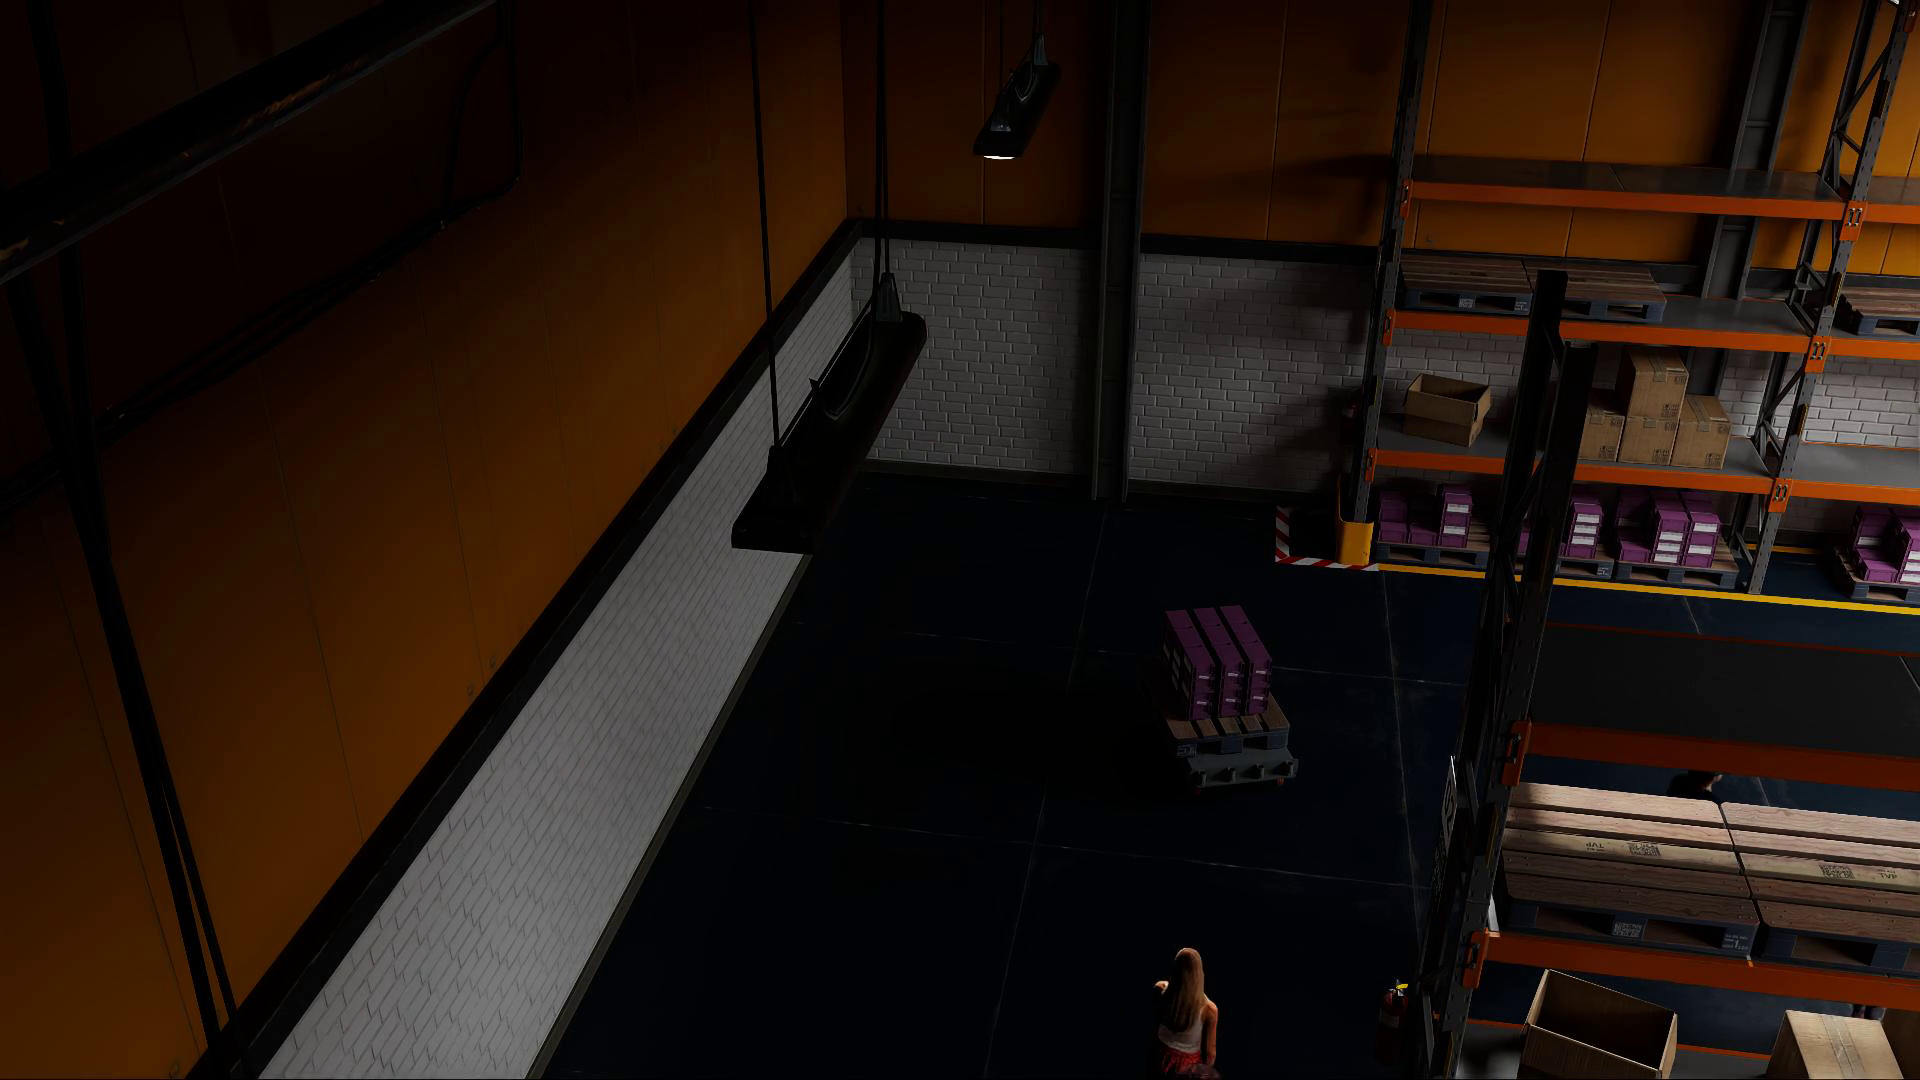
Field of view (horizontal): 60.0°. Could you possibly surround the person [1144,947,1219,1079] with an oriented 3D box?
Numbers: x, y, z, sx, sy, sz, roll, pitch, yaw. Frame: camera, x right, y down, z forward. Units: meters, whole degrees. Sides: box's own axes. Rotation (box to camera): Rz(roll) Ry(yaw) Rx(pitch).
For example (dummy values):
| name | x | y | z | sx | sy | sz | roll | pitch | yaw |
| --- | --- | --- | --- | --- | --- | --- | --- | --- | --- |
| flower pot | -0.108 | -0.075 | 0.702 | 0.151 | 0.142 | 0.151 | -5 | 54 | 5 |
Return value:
| name | x | y | z | sx | sy | sz | roll | pitch | yaw |
| --- | --- | --- | --- | --- | --- | --- | --- | --- | --- |
| person | 1.267 | 3.280 | 10.132 | 0.960 | 1.781 | 0.897 | 18 | 33 | 29 |
